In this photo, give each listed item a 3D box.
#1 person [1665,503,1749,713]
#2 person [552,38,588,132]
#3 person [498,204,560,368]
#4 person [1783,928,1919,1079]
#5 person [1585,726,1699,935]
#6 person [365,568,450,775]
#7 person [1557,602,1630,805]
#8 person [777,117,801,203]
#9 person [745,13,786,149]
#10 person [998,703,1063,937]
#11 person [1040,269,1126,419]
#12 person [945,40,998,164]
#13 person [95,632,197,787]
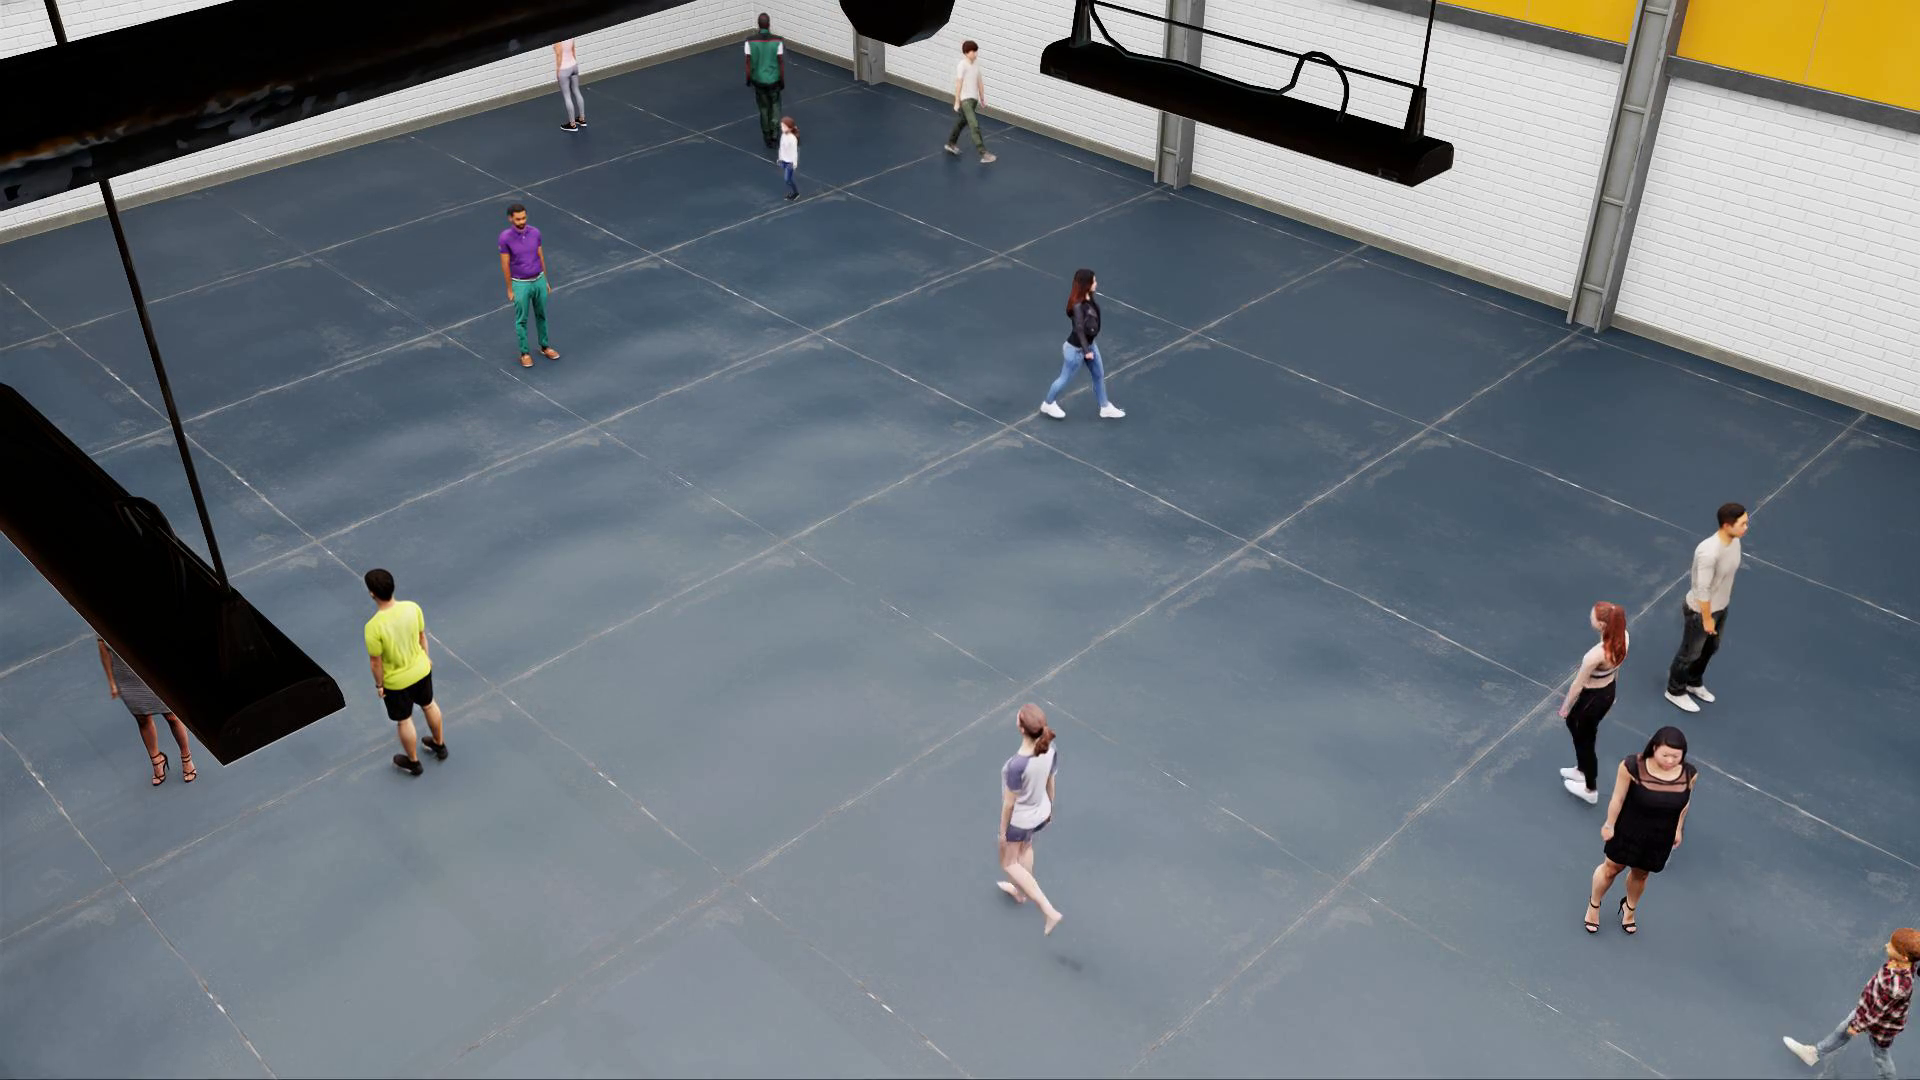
[{"bbox_3d":[5.653,0.485,12.704,0.679,1.807,0.618,-25,41,-32],"label":"person"},{"bbox_3d":[-5.568,-6.684,23.562,0.576,1.725,0.600,19,38,26],"label":"person"},{"bbox_3d":[-4.573,-2.716,17.554,0.652,1.769,0.606,-22,40,-30],"label":"person"},{"bbox_3d":[5.437,2.804,9.696,0.929,1.274,0.704,15,37,22],"label":"person"},{"bbox_3d":[4.377,1.869,10.702,0.742,1.718,0.818,3,34,4],"label":"person"},{"bbox_3d":[-4.037,0.941,12.109,0.525,1.706,0.608,27,42,34],"label":"person"},{"bbox_3d":[4.539,1.202,11.696,0.641,1.728,0.645,-22,39,-29],"label":"person"},{"bbox_3d":[-2.172,-4.932,21.487,0.540,1.105,0.461,-22,39,-29],"label":"person"},{"bbox_3d":[-2.658,-6.275,22.859,0.827,1.823,0.861,-6,34,-8],"label":"person"},{"bbox_3d":[0.470,1.826,10.742,0.600,1.746,0.910,-26,41,-33],"label":"person"},{"bbox_3d":[1.127,-1.899,16.482,1.166,1.595,0.924,11,35,16],"label":"person"},{"bbox_3d":[0.056,-5.957,22.573,1.167,1.610,0.673,24,41,32],"label":"person"},{"bbox_3d":[-5.845,1.001,11.914,0.681,1.822,0.719,-4,34,-5],"label":"person"}]
